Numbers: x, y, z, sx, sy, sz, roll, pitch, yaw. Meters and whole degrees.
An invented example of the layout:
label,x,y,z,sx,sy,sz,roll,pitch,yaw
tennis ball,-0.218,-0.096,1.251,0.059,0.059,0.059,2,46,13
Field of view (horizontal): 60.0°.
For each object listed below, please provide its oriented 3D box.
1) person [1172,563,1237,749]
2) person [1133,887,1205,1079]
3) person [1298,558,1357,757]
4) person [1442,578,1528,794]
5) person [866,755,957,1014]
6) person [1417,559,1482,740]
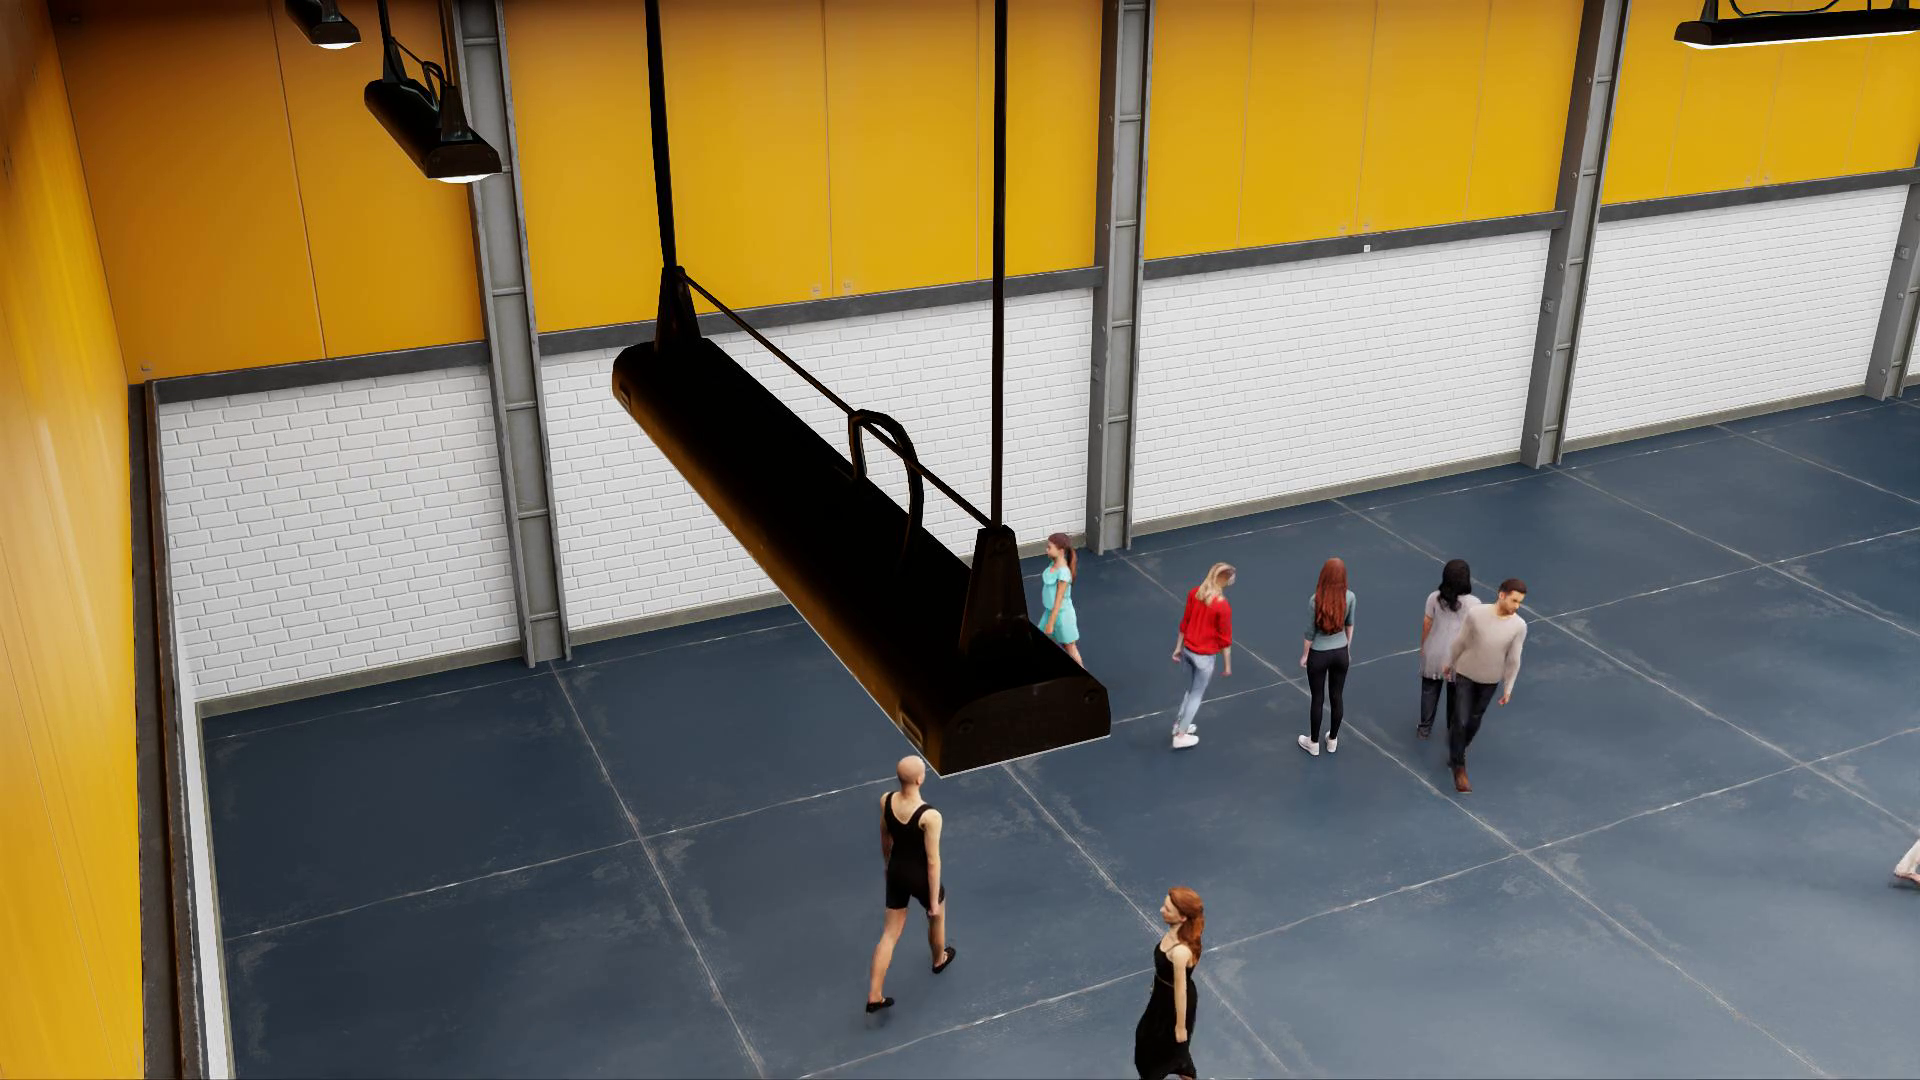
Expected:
label,x,y,z,sx,sy,sz,roll,pitch,yaw
person,1.933,0.972,13.699,0.692,1.660,0.674,-21,31,-39
person,1.337,2.740,9.718,0.892,1.608,0.803,3,24,6
person,3.013,0.956,13.633,0.566,1.742,0.697,-3,24,-7
person,4.115,1.078,13.275,1.090,1.805,1.106,9,25,19
person,-0.374,2.232,10.670,1.054,1.776,1.245,15,28,30
person,4.072,0.925,13.869,0.781,1.609,0.842,8,25,17
